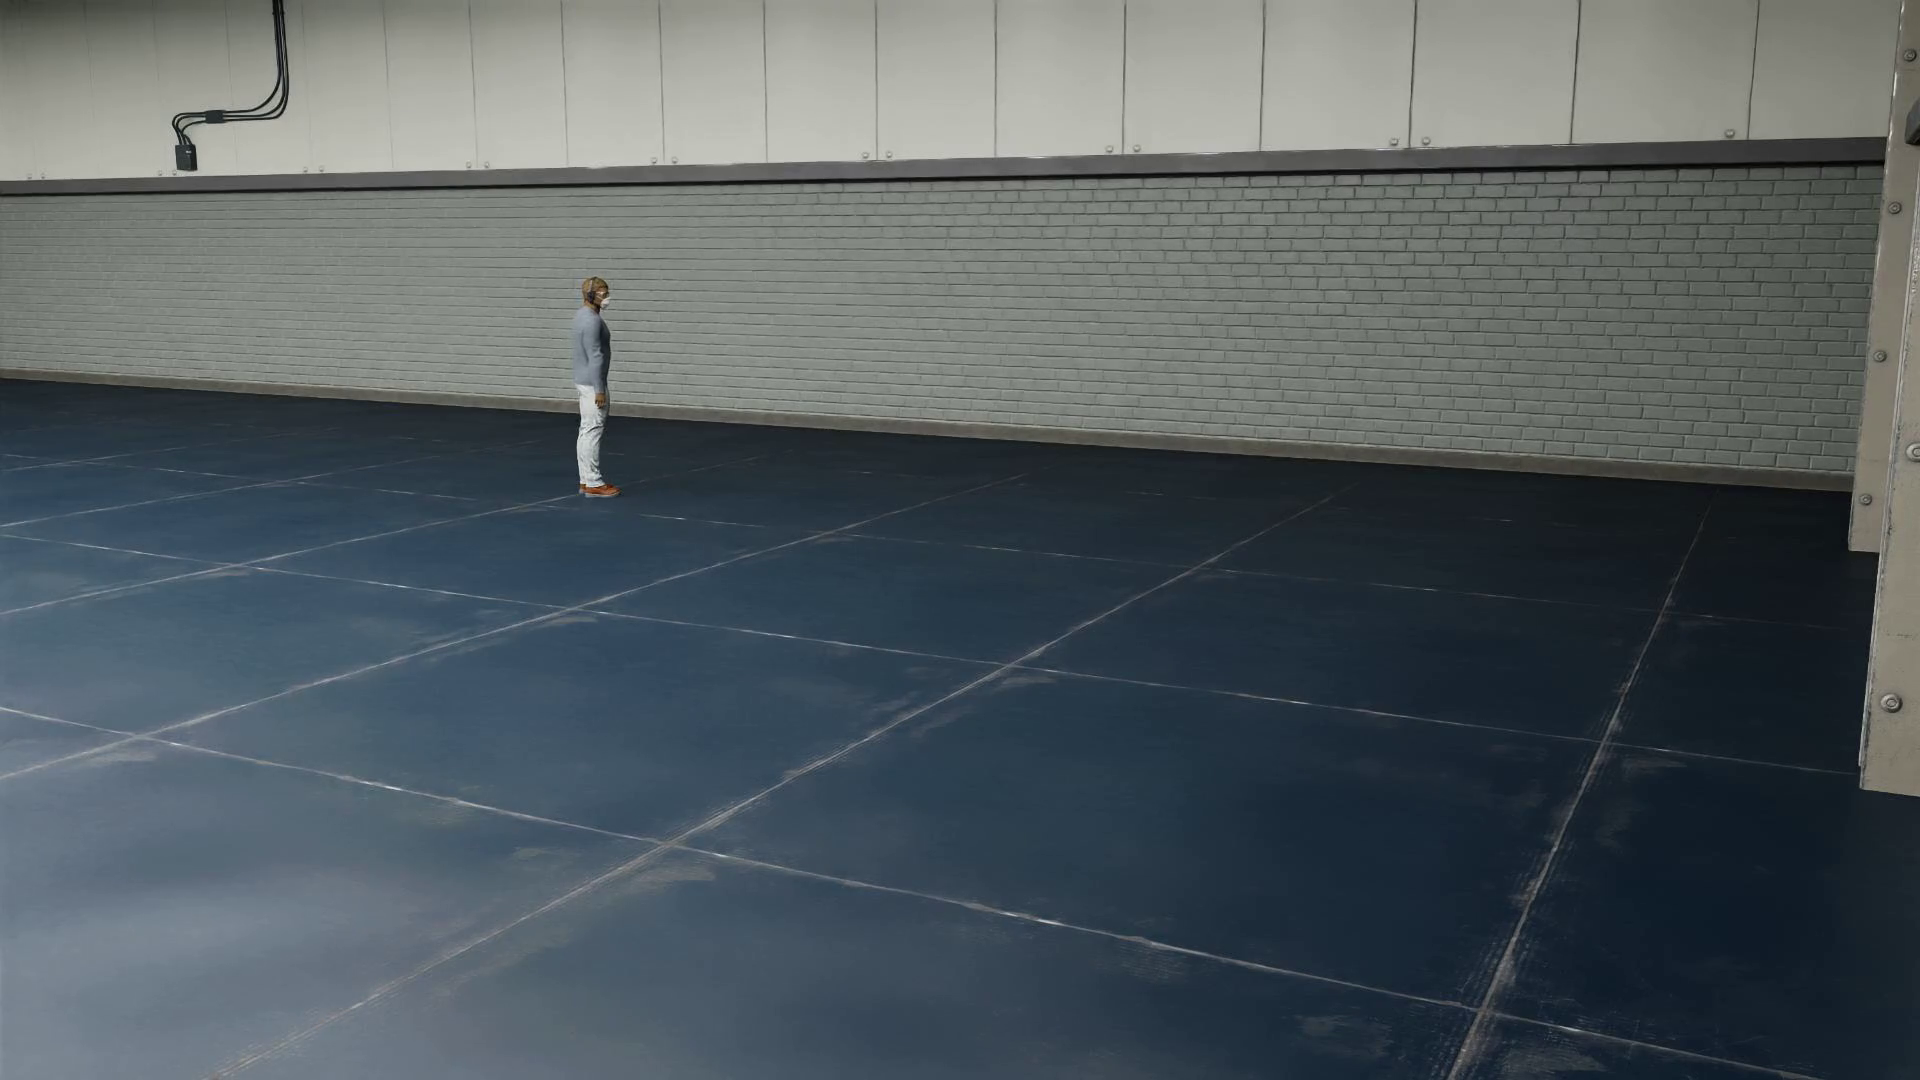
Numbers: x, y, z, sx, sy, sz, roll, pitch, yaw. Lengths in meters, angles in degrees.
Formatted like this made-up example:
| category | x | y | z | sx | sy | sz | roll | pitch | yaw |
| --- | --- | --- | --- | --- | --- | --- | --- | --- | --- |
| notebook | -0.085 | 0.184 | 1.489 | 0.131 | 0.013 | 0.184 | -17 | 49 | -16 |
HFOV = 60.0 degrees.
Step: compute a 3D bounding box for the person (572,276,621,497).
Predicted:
| category | x | y | z | sx | sy | sz | roll | pitch | yaw |
| --- | --- | --- | --- | --- | --- | --- | --- | --- | --- |
| person | -3.230 | -1.346 | 14.667 | 0.349 | 1.935 | 0.635 | -4 | 11 | -20 |
